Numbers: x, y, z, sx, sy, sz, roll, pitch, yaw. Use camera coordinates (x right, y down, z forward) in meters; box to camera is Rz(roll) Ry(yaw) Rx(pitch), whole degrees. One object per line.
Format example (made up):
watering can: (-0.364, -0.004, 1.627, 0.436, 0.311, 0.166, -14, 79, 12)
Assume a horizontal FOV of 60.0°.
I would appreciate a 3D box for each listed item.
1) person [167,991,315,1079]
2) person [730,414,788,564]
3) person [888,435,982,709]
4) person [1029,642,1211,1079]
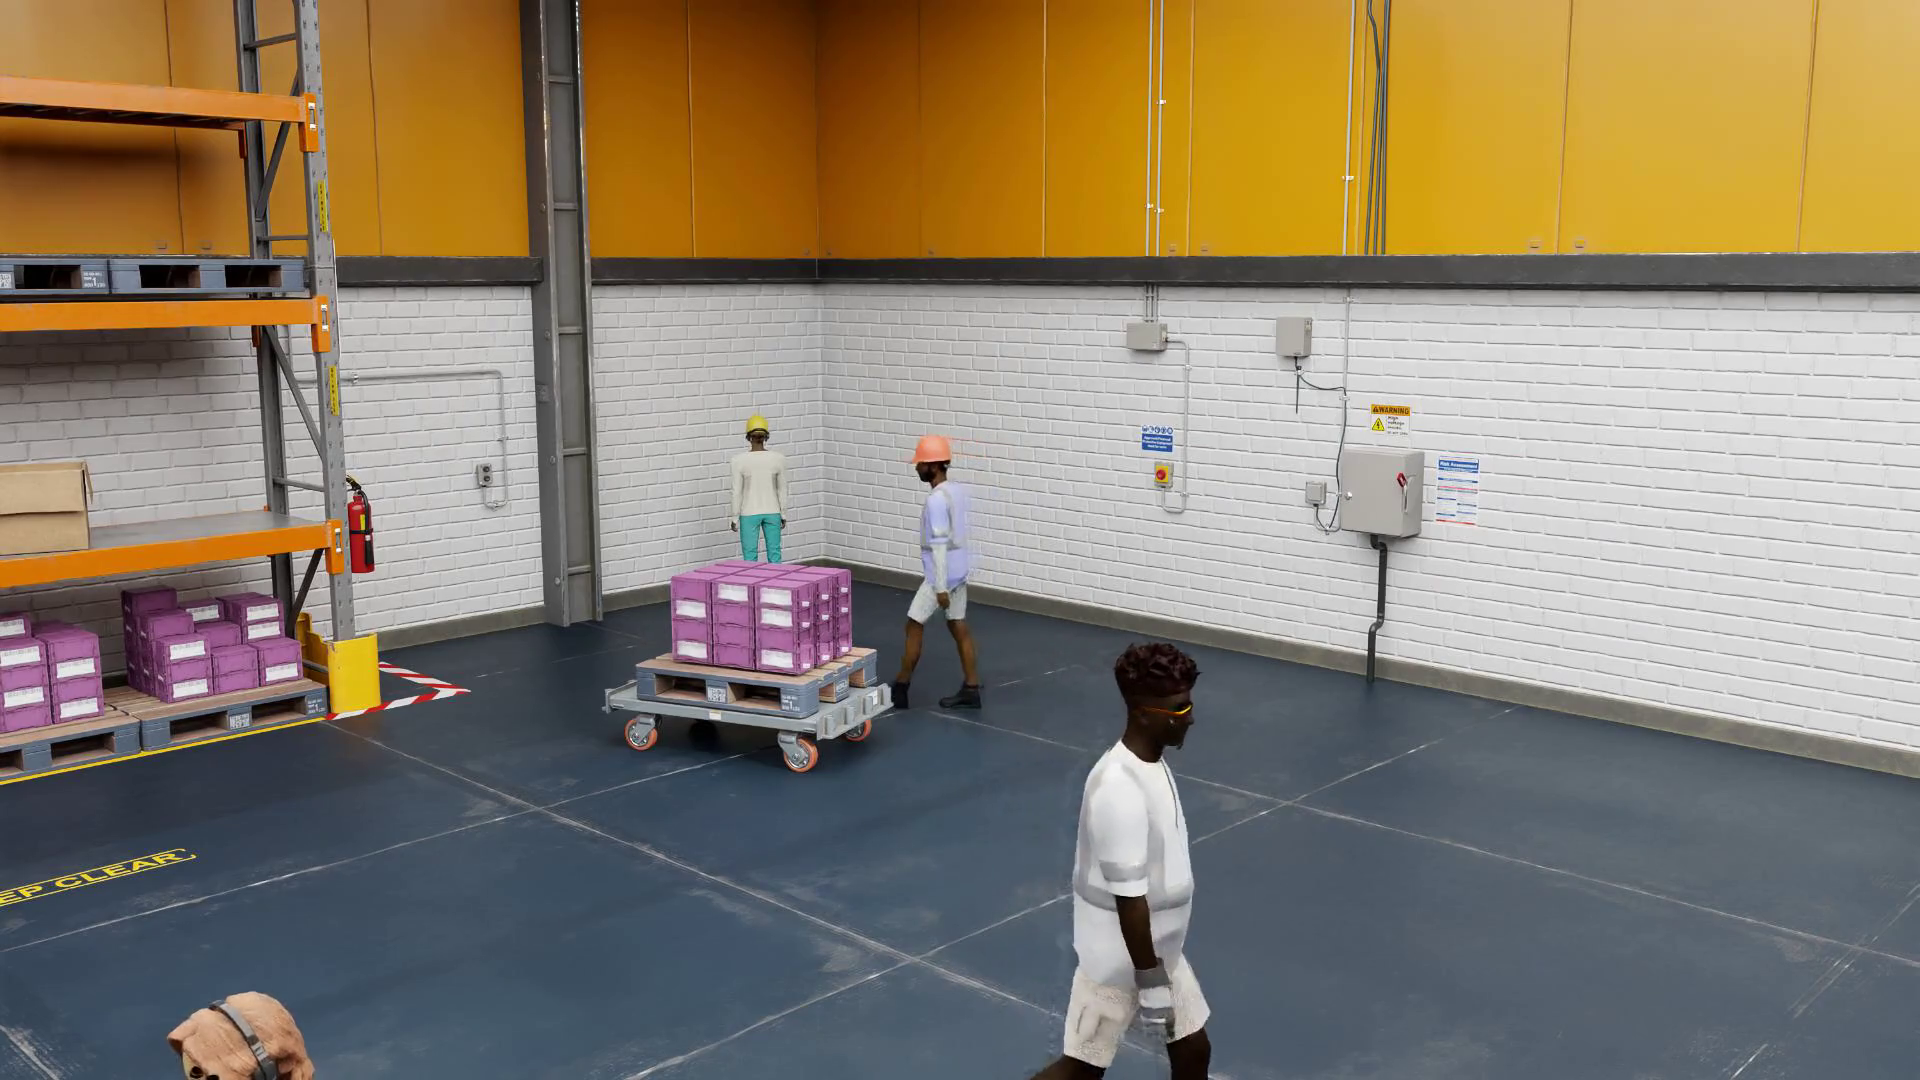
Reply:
person: (-1.386, 1.681, 3.348, 0.514, 1.640, 0.310, 8, 12, 39)
person: (-1.766, -0.218, 14.605, 0.525, 1.769, 0.316, -4, 10, -24)
person: (-0.250, 0.232, 11.443, 0.893, 1.903, 0.550, 3, 10, 18)
person: (0.479, 1.243, 5.202, 1.005, 1.925, 0.592, 4, 10, 22)
